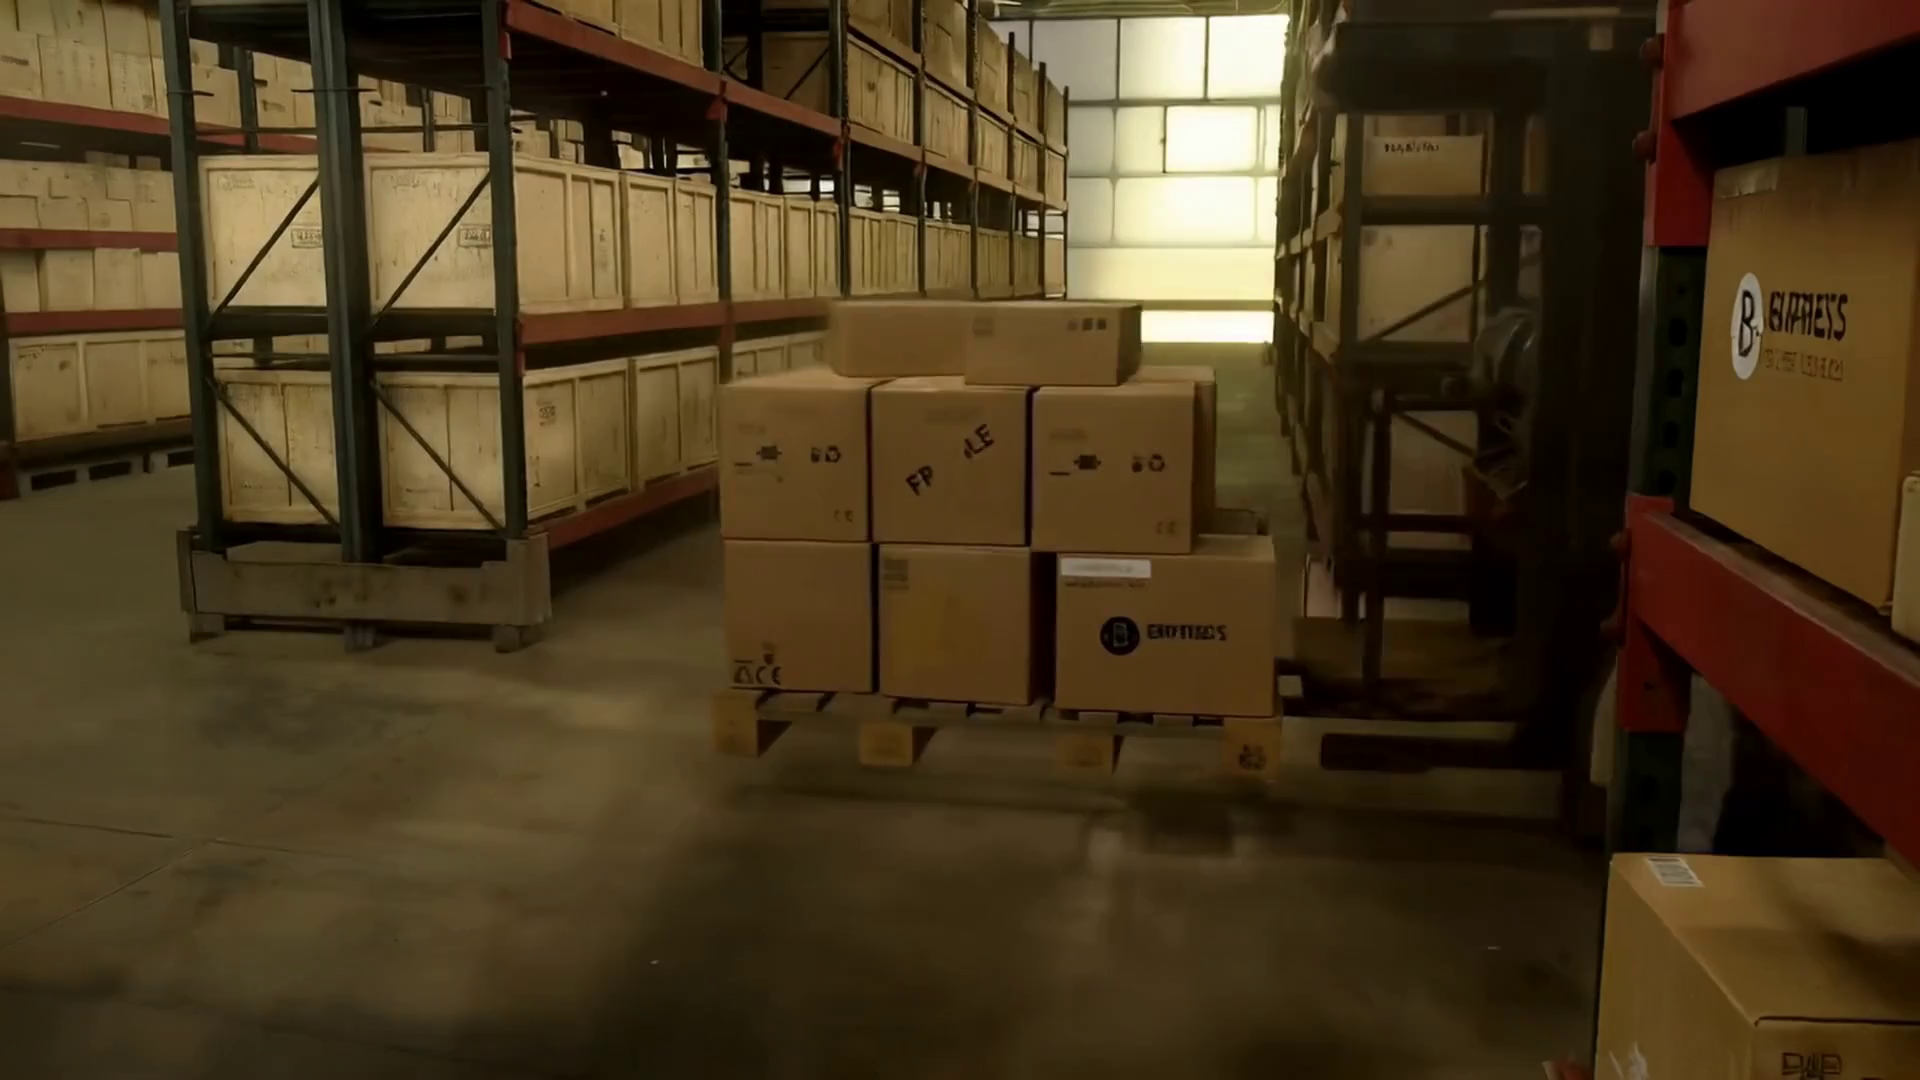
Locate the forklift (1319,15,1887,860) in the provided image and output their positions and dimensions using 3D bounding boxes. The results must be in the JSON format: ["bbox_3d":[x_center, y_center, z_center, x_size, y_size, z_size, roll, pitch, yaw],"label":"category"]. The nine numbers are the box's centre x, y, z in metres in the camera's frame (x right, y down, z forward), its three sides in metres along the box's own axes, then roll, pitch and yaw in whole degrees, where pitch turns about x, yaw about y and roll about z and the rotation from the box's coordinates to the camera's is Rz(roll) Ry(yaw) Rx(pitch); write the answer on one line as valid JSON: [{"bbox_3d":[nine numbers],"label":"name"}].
[{"bbox_3d":[2.300,-0.350,5.856,1.873,2.768,1.129,1,9,8],"label":"forklift"}]

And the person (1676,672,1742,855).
[{"bbox_3d":[2.447,0.220,5.405,0.819,1.885,0.670,0,9,2],"label":"person"}]
